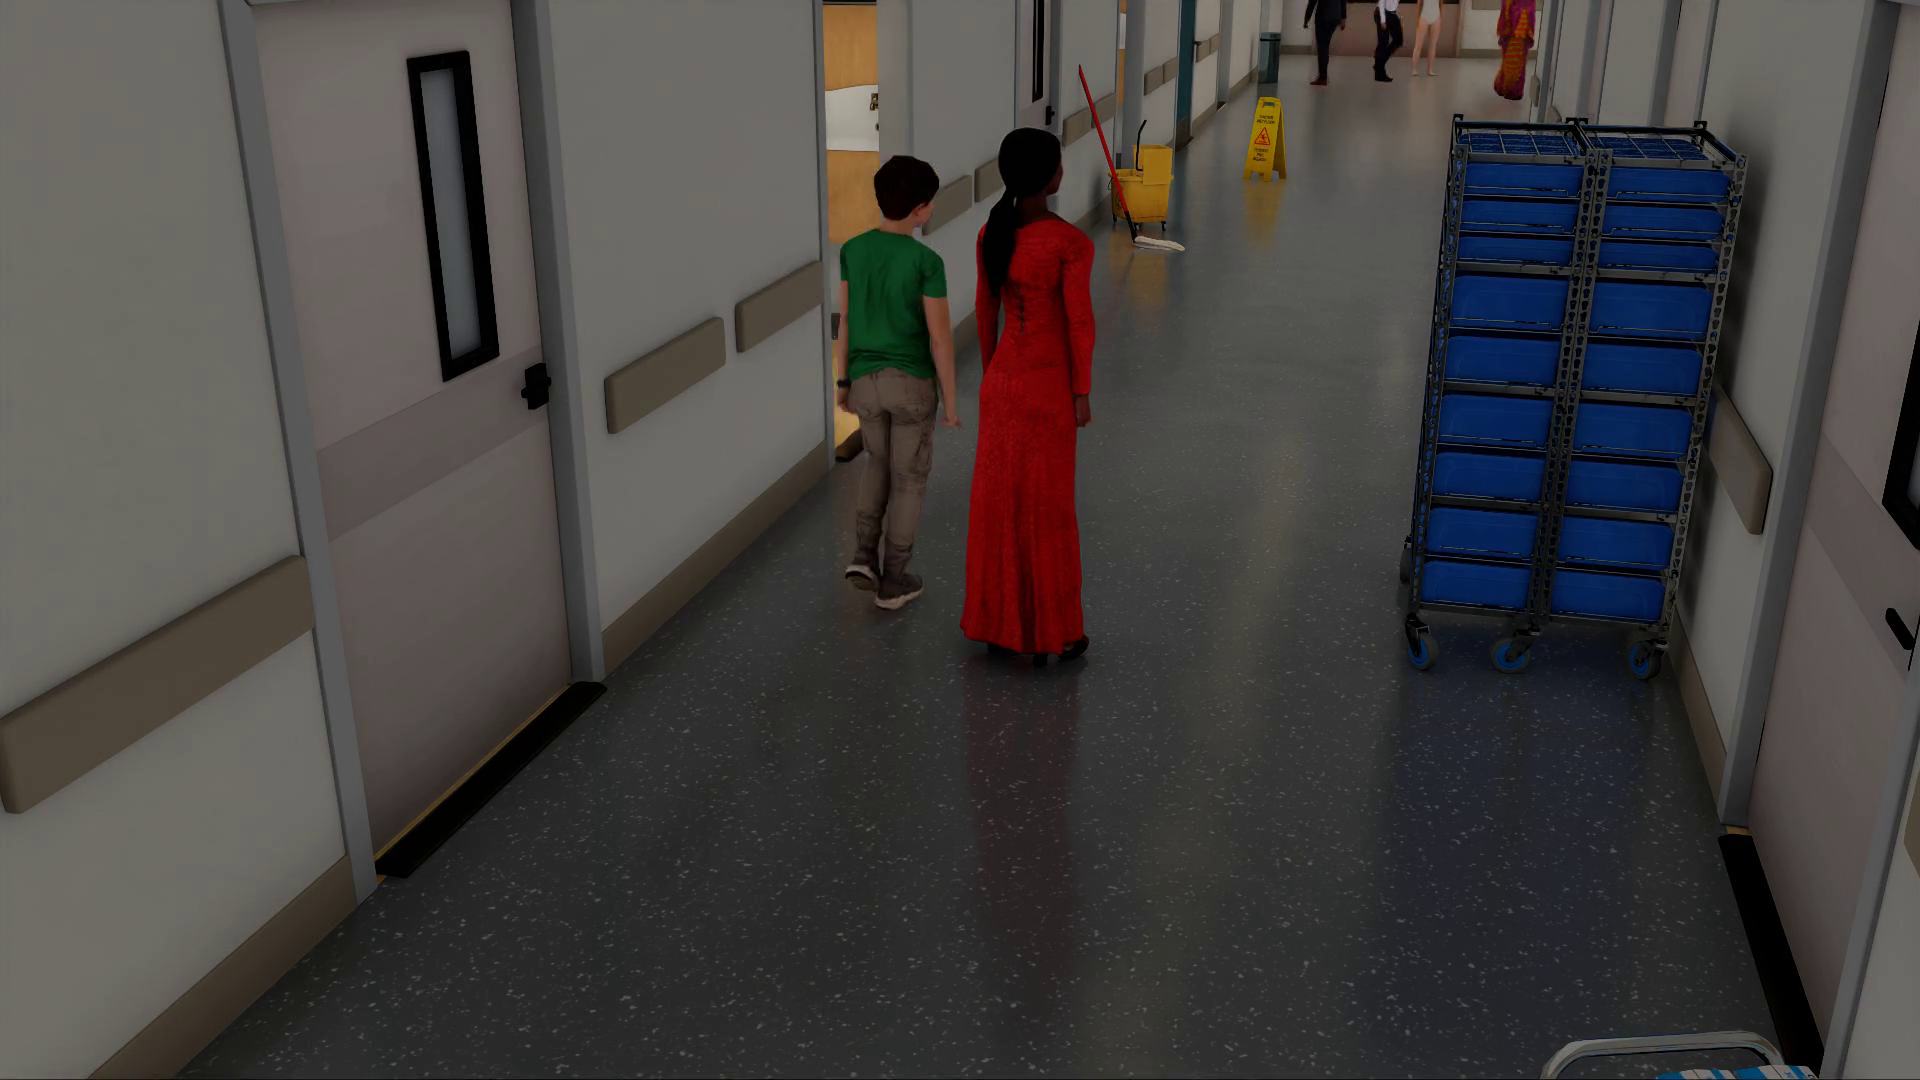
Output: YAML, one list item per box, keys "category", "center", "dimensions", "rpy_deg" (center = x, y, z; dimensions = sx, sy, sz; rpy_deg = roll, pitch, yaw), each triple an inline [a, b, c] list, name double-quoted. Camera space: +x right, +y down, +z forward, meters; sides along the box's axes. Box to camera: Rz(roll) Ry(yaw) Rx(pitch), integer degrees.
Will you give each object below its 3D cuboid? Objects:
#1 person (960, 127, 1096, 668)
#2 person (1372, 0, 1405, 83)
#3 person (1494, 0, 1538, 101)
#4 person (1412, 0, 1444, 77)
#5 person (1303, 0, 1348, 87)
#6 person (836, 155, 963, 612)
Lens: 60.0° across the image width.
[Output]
- category: "person"
  center: [0.220, -0.449, 5.483]
  dimensions: [0.733, 1.783, 0.745]
  rpy_deg: [17, 27, 37]
- category: "person"
  center: [6.212, -7.719, 24.527]
  dimensions: [0.786, 1.851, 0.859]
  rpy_deg: [-18, 27, -39]
- category: "person"
  center: [7.454, -6.767, 22.316]
  dimensions: [0.822, 1.662, 0.905]
  rpy_deg: [-5, 21, -13]
- category: "person"
  center: [7.219, -7.996, 25.605]
  dimensions: [0.597, 1.644, 0.545]
  rpy_deg: [0, 21, 0]
- category: "person"
  center: [5.390, -7.530, 24.141]
  dimensions: [0.909, 1.809, 0.948]
  rpy_deg: [-11, 24, -28]
- category: "person"
  center: [-0.271, -0.494, 5.820]
  dimensions: [0.670, 1.629, 0.713]
  rpy_deg: [9, 23, 23]
